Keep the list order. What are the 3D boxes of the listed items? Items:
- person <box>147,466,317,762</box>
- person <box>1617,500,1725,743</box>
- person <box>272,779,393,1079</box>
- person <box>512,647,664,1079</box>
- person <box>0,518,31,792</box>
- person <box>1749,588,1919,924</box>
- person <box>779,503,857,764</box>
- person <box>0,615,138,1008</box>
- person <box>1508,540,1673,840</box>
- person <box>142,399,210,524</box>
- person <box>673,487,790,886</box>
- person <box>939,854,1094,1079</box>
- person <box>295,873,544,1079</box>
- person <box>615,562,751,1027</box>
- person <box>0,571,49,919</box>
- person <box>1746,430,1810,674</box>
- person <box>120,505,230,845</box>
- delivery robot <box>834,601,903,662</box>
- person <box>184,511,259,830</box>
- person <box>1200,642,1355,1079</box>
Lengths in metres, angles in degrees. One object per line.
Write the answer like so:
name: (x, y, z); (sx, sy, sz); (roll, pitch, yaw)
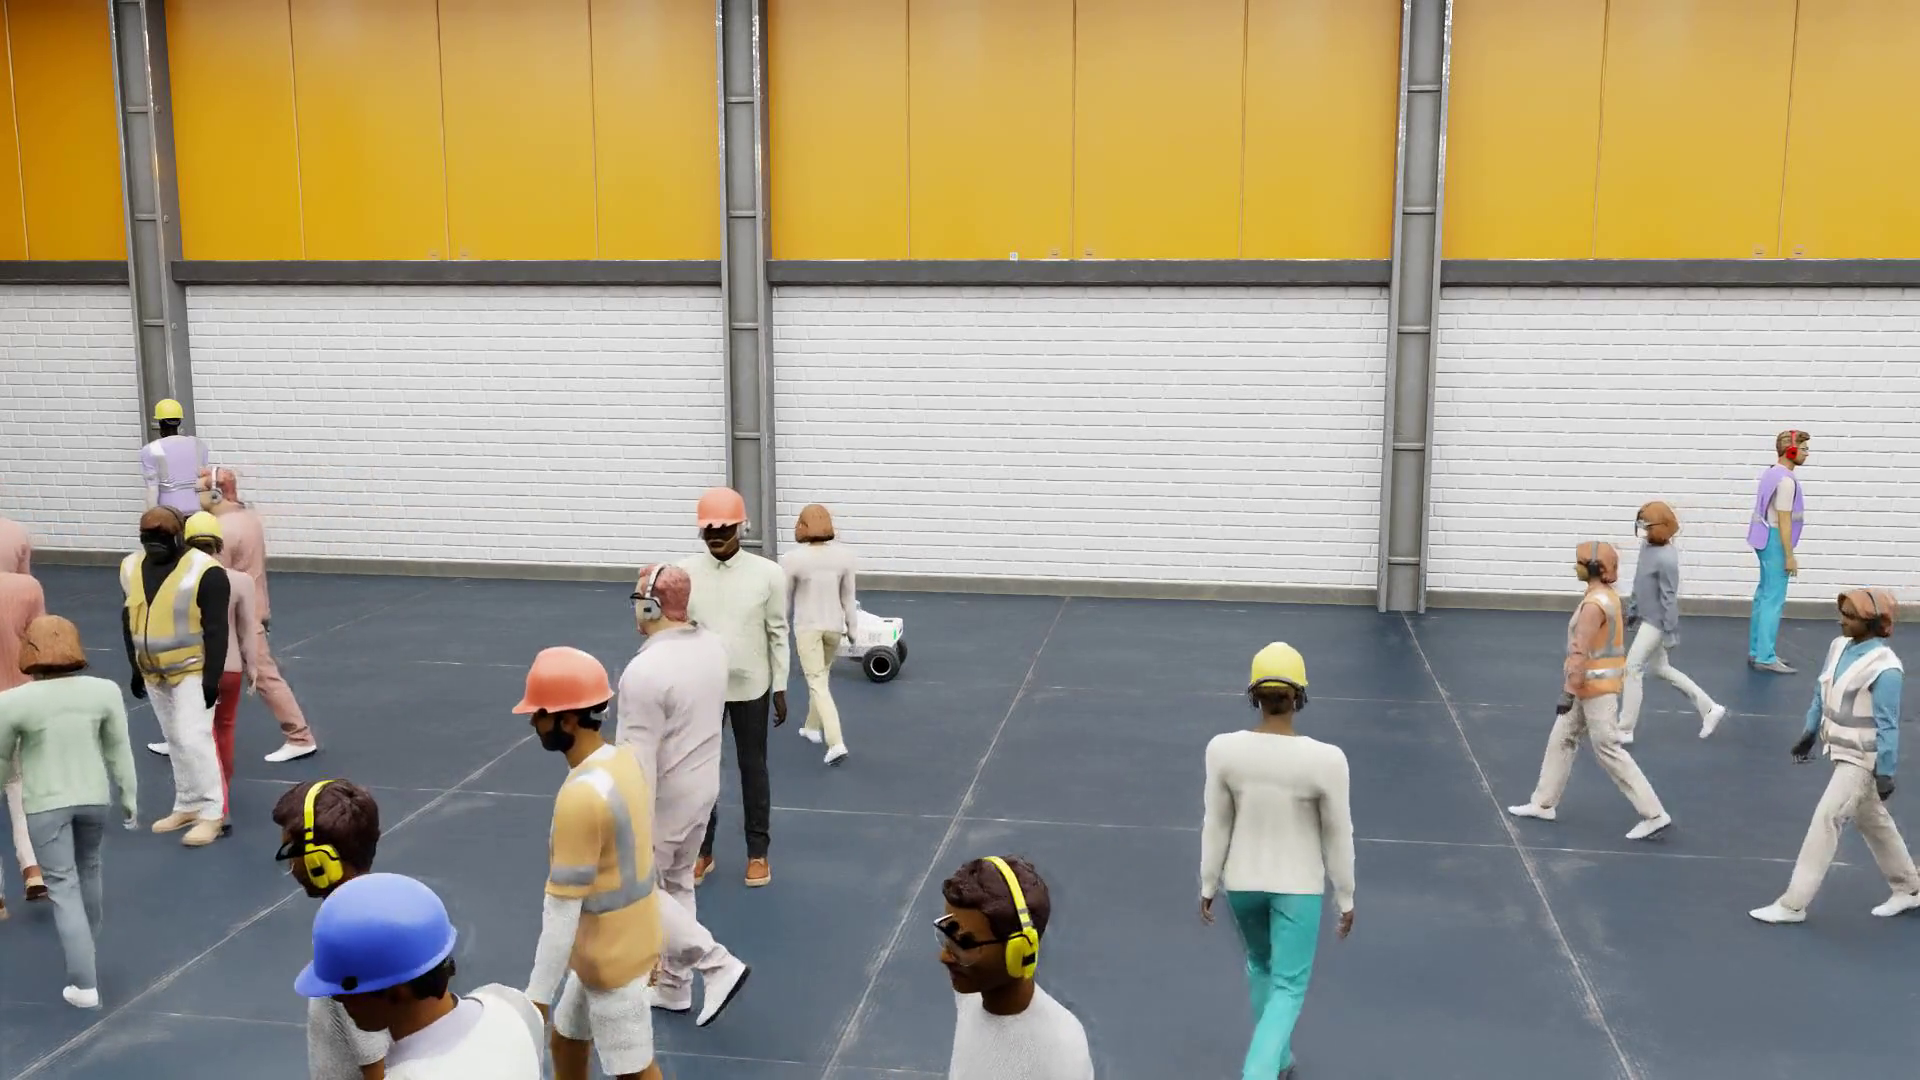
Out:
person: (-4.476, 0.472, 10.184); (1.014, 1.852, 0.636); (-2, 9, -12)
person: (4.493, 0.531, 10.563); (0.751, 1.601, 0.526); (2, 9, 12)
person: (-1.421, 1.470, 3.978); (0.329, 1.863, 0.518); (-2, 9, -11)
person: (-1.203, 1.269, 5.119); (0.879, 1.897, 0.550); (0, 9, -3)
person: (-5.752, 0.535, 9.657); (0.708, 1.882, 0.683); (6, 11, 31)
person: (4.152, 0.999, 7.695); (0.847, 1.598, 0.521); (1, 9, 6)
person: (-0.879, 0.569, 10.388); (0.513, 1.592, 0.866); (-5, 11, -29)
person: (-3.804, 1.111, 7.010); (0.801, 1.597, 0.516); (8, 12, 41)
person: (3.442, 0.795, 8.924); (0.827, 1.604, 0.515); (4, 10, 24)
person: (-6.797, -0.261, 14.449); (0.373, 1.928, 0.584); (7, 11, 36)
person: (-1.150, 0.723, 8.181); (0.622, 1.992, 0.396); (0, 9, 3)
person: (0.046, 1.552, 3.494); (0.527, 1.852, 0.564); (-5, 10, -28)
person: (-0.977, 1.554, 3.283); (0.504, 1.921, 0.634); (1, 9, 9)
person: (-1.120, 1.025, 6.637); (0.549, 1.887, 0.662); (3, 10, 19)
person: (-4.546, 0.802, 7.715); (0.646, 1.981, 0.419); (-9, 13, -43)
person: (6.185, 0.082, 12.629); (0.388, 1.839, 0.564); (3, 10, 18)
person: (-4.151, 0.705, 8.843); (0.625, 1.824, 0.437); (3, 10, 19)
delivery robot: (-0.794, 0.703, 12.441); (0.707, 0.478, 0.477); (1, 9, 5)
person: (-4.147, 0.701, 9.160); (0.535, 1.720, 0.900); (-6, 11, -35)
person: (1.096, 1.234, 5.866); (0.544, 1.729, 0.845); (5, 10, 27)
